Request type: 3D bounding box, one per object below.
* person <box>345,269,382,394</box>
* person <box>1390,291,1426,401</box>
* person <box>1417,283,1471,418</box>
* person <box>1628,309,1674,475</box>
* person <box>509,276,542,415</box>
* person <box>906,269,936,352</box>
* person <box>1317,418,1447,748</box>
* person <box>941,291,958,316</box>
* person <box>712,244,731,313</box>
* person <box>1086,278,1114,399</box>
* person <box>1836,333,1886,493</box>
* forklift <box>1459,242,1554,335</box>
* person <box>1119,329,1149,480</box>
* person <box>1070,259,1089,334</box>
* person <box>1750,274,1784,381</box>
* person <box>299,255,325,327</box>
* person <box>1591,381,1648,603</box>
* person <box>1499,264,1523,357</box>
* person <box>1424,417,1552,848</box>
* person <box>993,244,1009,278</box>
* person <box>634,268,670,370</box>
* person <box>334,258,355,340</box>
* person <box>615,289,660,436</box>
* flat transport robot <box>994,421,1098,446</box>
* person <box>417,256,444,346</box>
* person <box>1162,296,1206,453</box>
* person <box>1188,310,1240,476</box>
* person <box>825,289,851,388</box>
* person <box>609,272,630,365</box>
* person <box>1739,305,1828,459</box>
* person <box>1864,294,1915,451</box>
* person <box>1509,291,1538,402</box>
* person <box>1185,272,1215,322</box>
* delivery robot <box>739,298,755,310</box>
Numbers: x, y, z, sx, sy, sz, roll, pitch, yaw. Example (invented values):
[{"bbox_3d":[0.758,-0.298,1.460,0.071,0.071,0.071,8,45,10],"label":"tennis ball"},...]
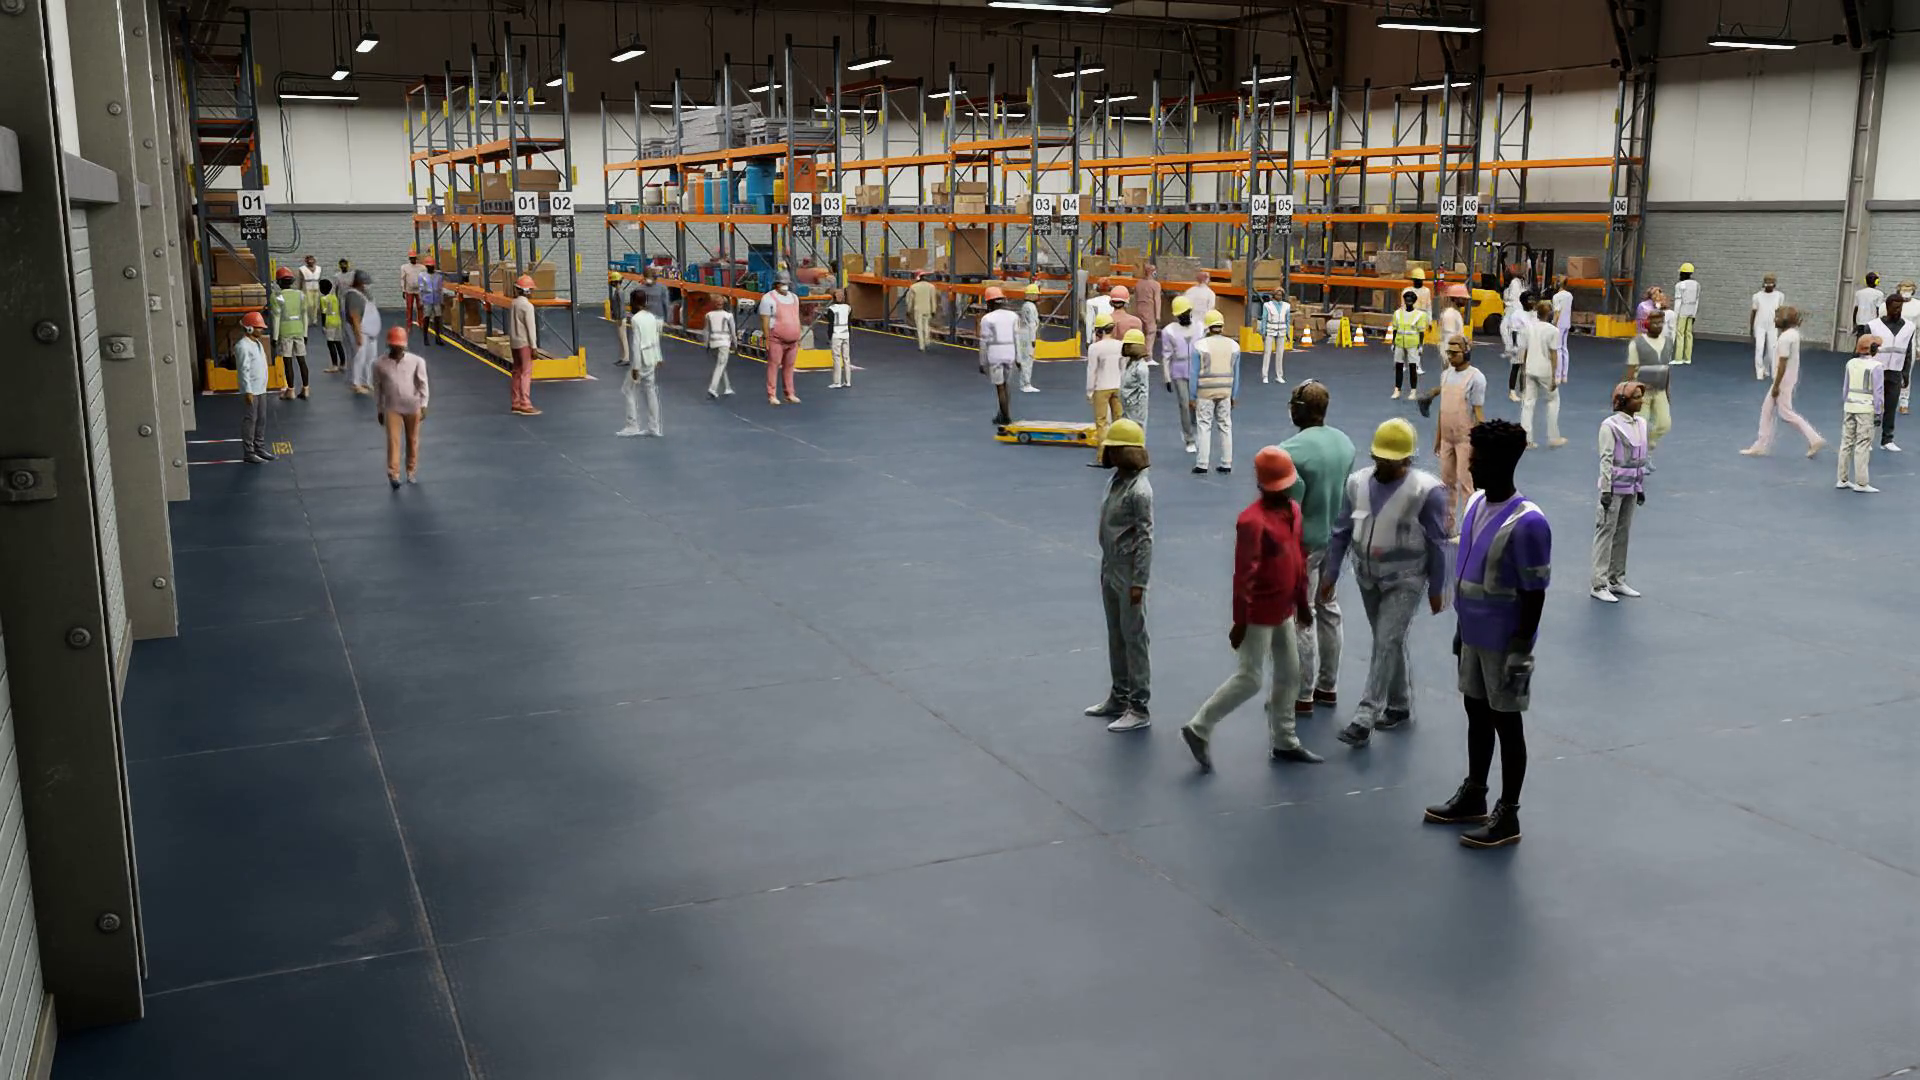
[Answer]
[{"bbox_3d":[-9.525,-3.338,26.493,0.593,2.000,0.702,1,11,4],"label":"person"},{"bbox_3d":[6.909,-2.994,25.656,0.538,1.690,0.318,9,14,37],"label":"person"},{"bbox_3d":[6.706,-2.555,22.819,0.647,1.922,0.559,5,12,26],"label":"person"},{"bbox_3d":[7.599,-1.627,18.334,0.590,1.826,0.460,-3,12,-17],"label":"person"},{"bbox_3d":[-6.239,-2.795,23.891,0.426,1.984,0.620,-9,14,-38],"label":"person"},{"bbox_3d":[-0.833,-4.771,34.596,0.565,1.715,0.632,-6,13,-27],"label":"person"},{"bbox_3d":[2.254,0.227,9.026,0.895,1.777,0.607,-9,14,-39],"label":"person"},{"bbox_3d":[-0.317,-7.270,46.478,0.688,2.000,0.646,-4,12,-17],"label":"person"},{"bbox_3d":[-6.460,-7.078,45.548,0.605,2.023,0.630,7,13,32],"label":"person"},{"bbox_3d":[2.223,-3.112,25.746,0.575,1.885,0.355,-2,11,-10],"label":"person"},{"bbox_3d":[9.343,-1.313,17.229,0.308,1.640,0.511,-2,11,-12],"label":"person"},{"bbox_3d":[13.047,-6.049,39.881,2.313,2.155,1.214,-5,12,-23],"label":"forklift"},{"bbox_3d":[1.700,-1.203,16.432,0.341,1.750,0.499,-3,11,-14],"label":"person"},{"bbox_3d":[2.831,-5.733,39.155,0.535,1.852,0.610,-5,12,-23],"label":"person"},{"bbox_3d":[13.871,-3.649,28.606,0.528,1.827,0.404,4,12,19],"label":"person"},{"bbox_3d":[-16.362,-6.300,42.108,0.661,1.823,0.571,10,15,41],"label":"person"},{"bbox_3d":[4.926,-0.367,12.407,0.515,1.645,0.309,-9,14,-37],"label":"person"},{"bbox_3d":[10.978,-4.562,33.156,0.585,1.862,0.599,4,12,20],"label":"person"},{"bbox_3d":[2.430,0.420,7.583,0.371,1.966,0.608,-2,11,-11],"label":"person"},{"bbox_3d":[1.223,-8.147,51.244,0.587,1.920,0.393,6,13,29],"label":"person"},{"bbox_3d":[-5.575,-4.000,30.269,0.643,1.892,1.054,2,11,9],"label":"person"},{"bbox_3d":[-13.965,-5.494,37.910,0.537,1.860,0.506,-4,12,-18],"label":"person"},{"bbox_3d":[-4.204,-2.273,21.440,0.674,1.898,0.638,3,11,14],"label":"person"},{"bbox_3d":[1.212,-1.353,20.916,1.431,0.197,0.652,4,12,21],"label":"flat transport robot"},{"bbox_3d":[-11.504,-5.200,36.221,0.551,1.934,0.373,-8,14,-36],"label":"person"},{"bbox_3d":[2.735,-1.993,20.035,0.625,1.888,0.426,0,11,1],"label":"person"},{"bbox_3d":[2.783,-1.615,18.310,0.588,1.823,0.404,-4,12,-18],"label":"person"},{"bbox_3d":[-1.996,-3.318,27.419,0.319,1.633,0.532,9,14,37],"label":"person"},{"bbox_3d":[-6.467,-4.191,31.538,0.328,1.764,0.528,-3,11,-14],"label":"person"},{"bbox_3d":[9.720,-1.845,19.491,0.867,1.822,0.520,5,12,25],"label":"person"},{"bbox_3d":[11.215,-2.028,20.175,0.592,1.910,0.379,0,11,2],"label":"person"},{"bbox_3d":[8.641,-2.967,25.480,0.535,1.700,0.318,-7,13,-31],"label":"person"},{"bbox_3d":[4.191,-3.759,29.111,0.647,1.865,0.982,9,14,38],"label":"person"},{"bbox_3d":[-6.089,-6.781,47.531,0.477,0.478,0.707,2,12,7],"label":"delivery robot"}]
